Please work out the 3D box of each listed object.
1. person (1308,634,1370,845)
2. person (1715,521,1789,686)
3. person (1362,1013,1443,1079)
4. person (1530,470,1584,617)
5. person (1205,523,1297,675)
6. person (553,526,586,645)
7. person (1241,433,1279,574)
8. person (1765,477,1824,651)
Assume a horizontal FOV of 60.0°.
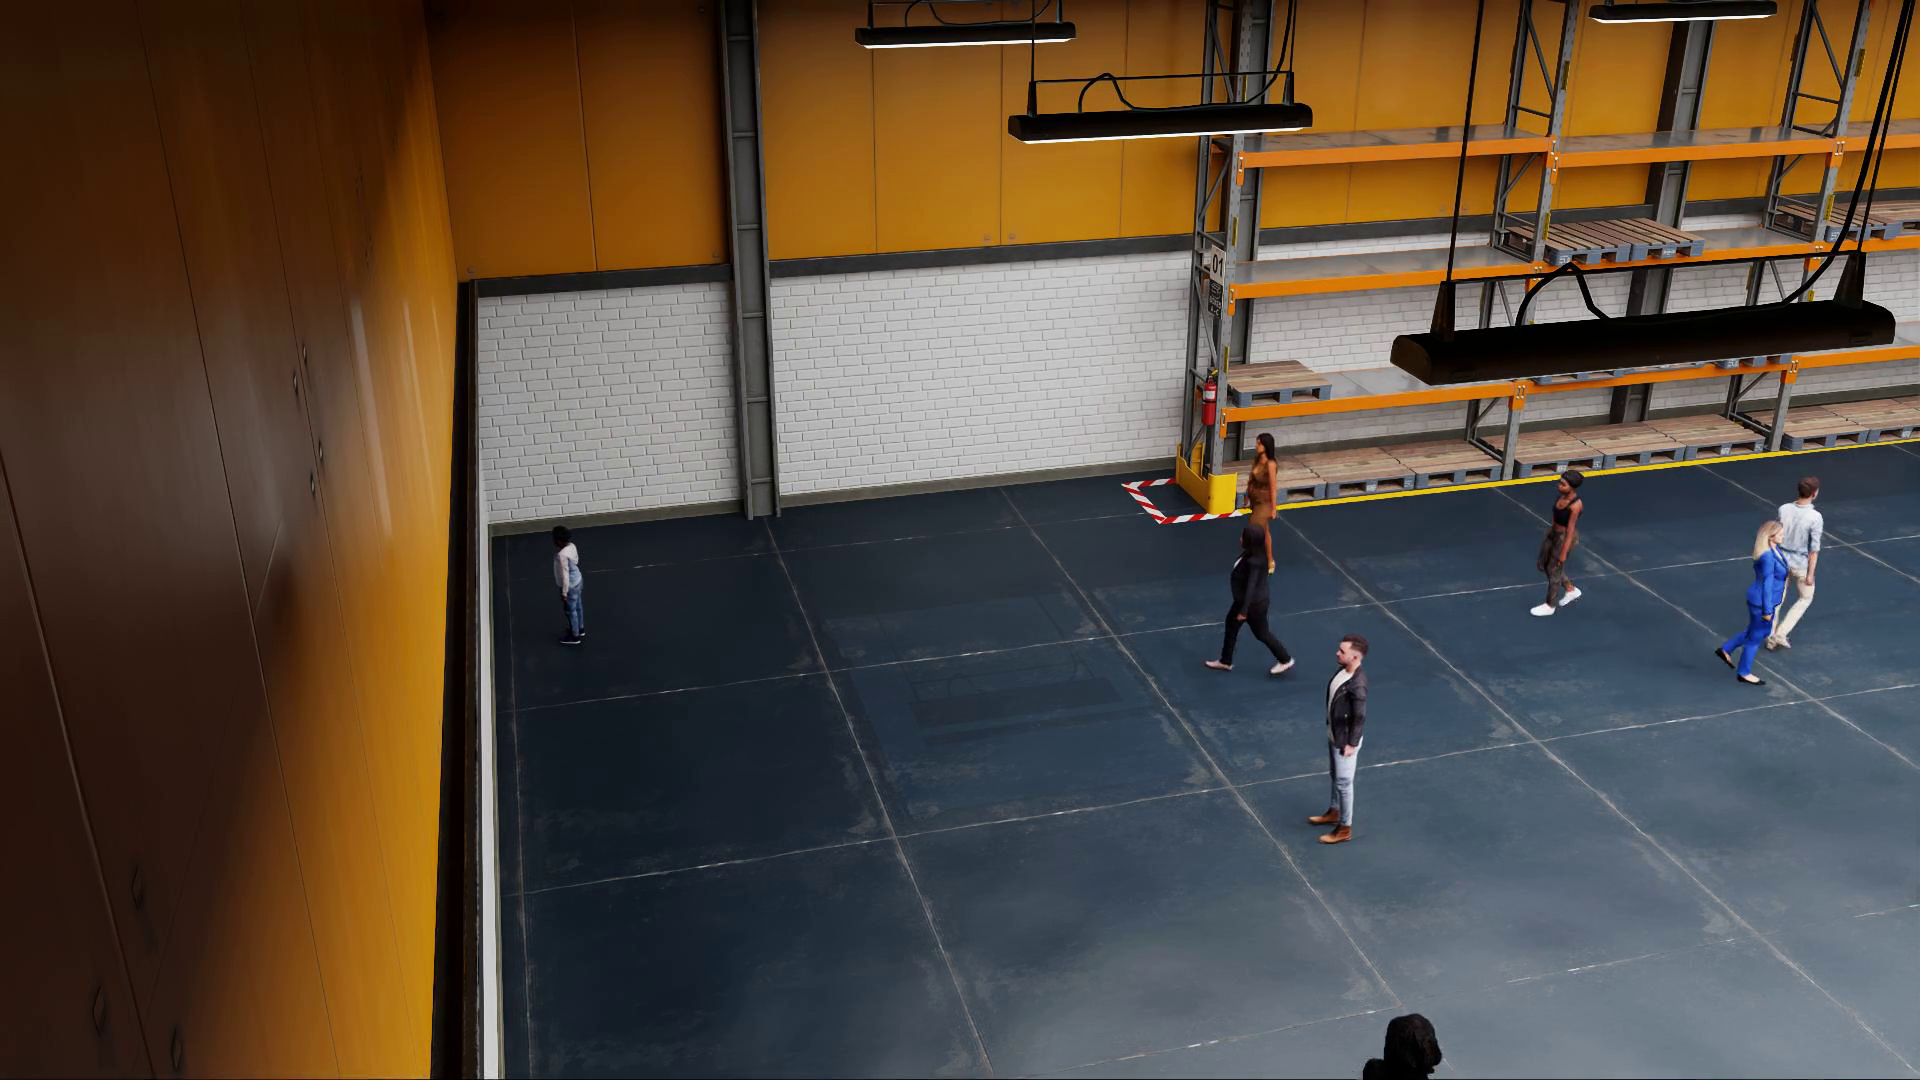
[{"bbox_3d":[3.118,1.585,13.440,0.646,1.836,0.709,0,24,-1],"label":"person"},{"bbox_3d":[7.555,0.593,15.891,0.877,1.690,0.816,11,26,24],"label":"person"},{"bbox_3d":[2.347,3.451,9.226,1.120,1.791,1.184,14,27,28],"label":"person"},{"bbox_3d":[6.293,0.050,17.154,0.789,1.674,0.673,0,24,0],"label":"person"},{"bbox_3d":[2.887,0.609,15.987,1.169,1.583,0.839,0,24,1],"label":"person"},{"bbox_3d":[-3.941,0.433,16.793,0.588,1.260,0.553,4,24,9],"label":"person"},{"bbox_3d":[3.362,-0.370,18.121,0.786,1.669,0.613,-7,25,-16],"label":"person"},{"bbox_3d":[8.184,0.265,16.450,0.744,1.842,0.746,-13,27,-28],"label":"person"}]
